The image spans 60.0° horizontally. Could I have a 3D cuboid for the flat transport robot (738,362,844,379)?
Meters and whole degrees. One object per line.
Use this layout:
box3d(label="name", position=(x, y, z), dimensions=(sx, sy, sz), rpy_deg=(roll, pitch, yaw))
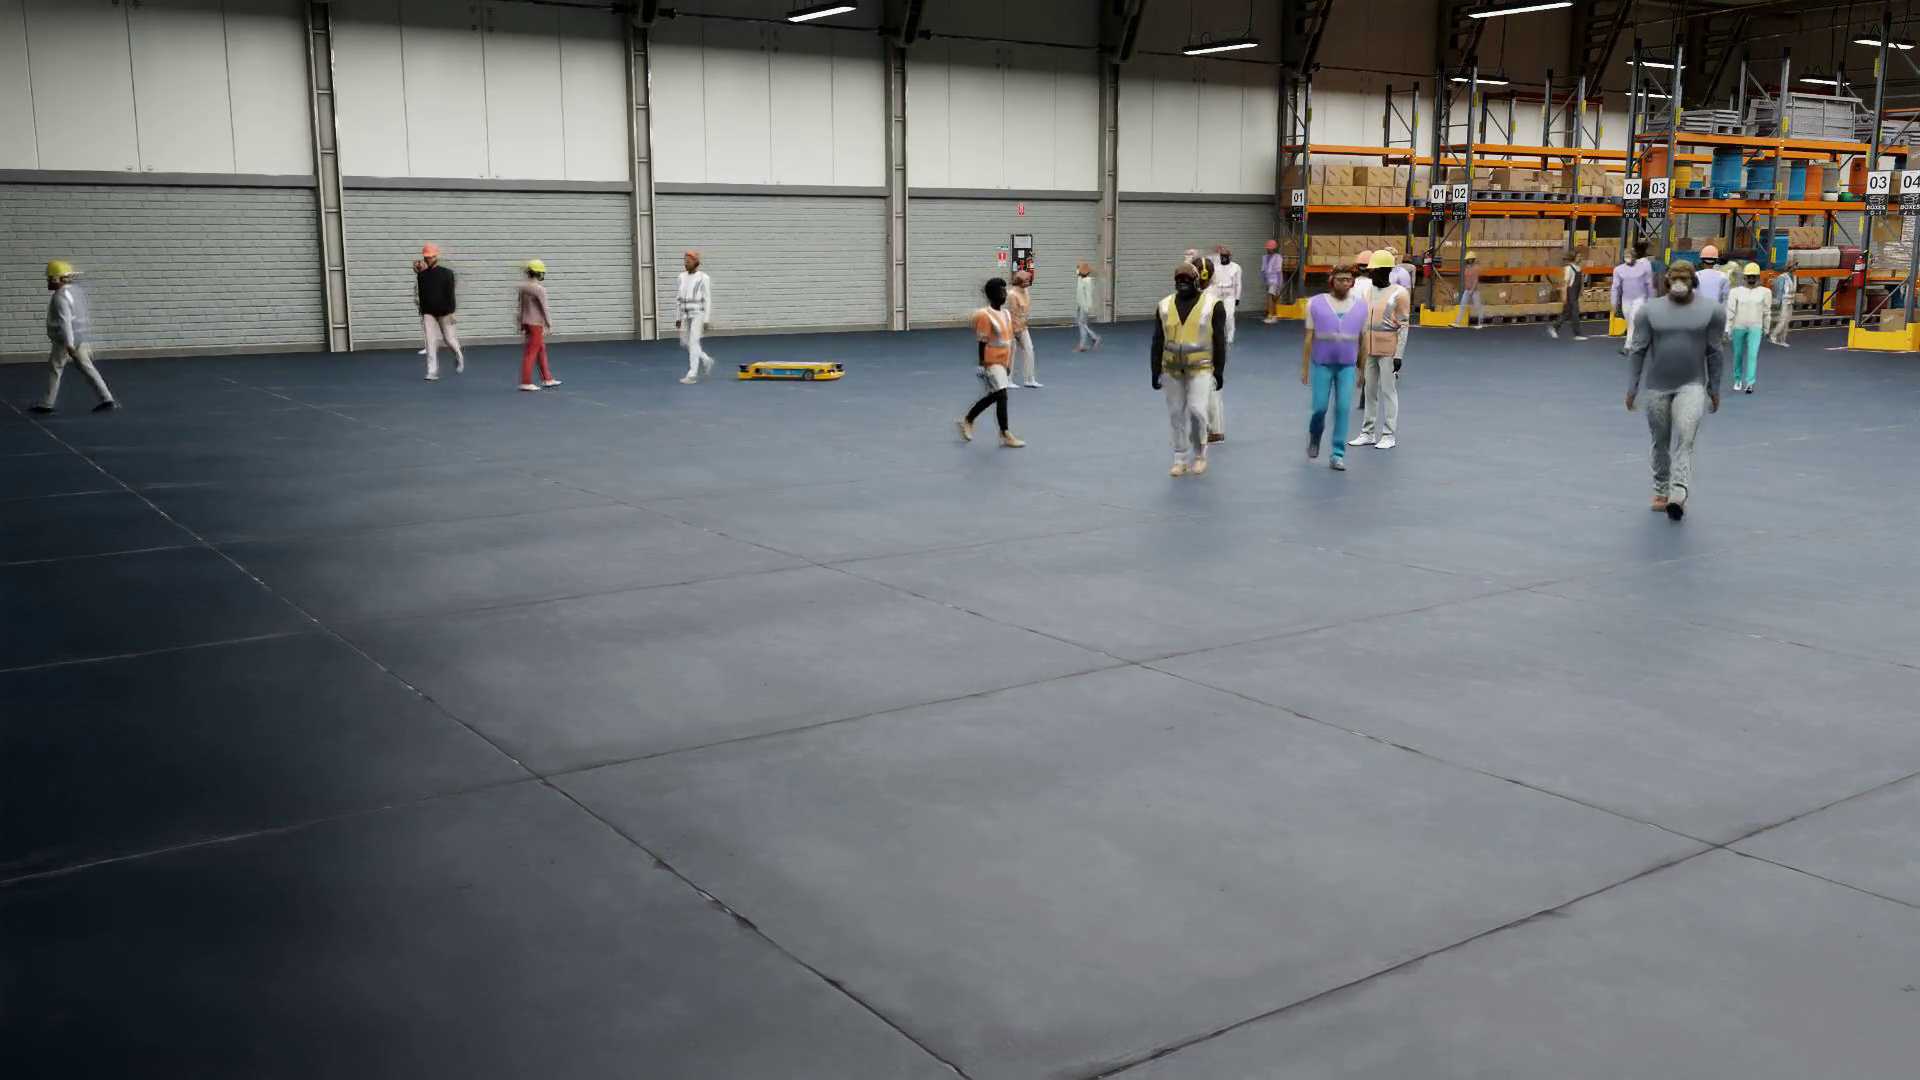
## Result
box3d(label="flat transport robot", position=(-2.444, -2.465, 24.127), dimensions=(1.431, 0.197, 0.652), rpy_deg=(1, 10, 8))

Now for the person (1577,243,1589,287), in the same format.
box3d(label="person", position=(15.952, -6.703, 42.927), dimensions=(0.355, 1.887, 0.572), rpy_deg=(-7, 12, -33))

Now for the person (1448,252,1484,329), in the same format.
box3d(label="person", position=(11.395, -5.567, 37.161), dimensions=(0.898, 1.717, 0.534), rpy_deg=(-4, 11, -22))

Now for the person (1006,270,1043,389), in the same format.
box3d(label="person", position=(0.839, -2.835, 22.461), dimensions=(0.664, 1.607, 0.541), rpy_deg=(6, 12, 31))

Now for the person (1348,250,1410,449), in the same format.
box3d(label="person", position=(4.094, -1.853, 16.228), dimensions=(0.369, 1.927, 0.588), rpy_deg=(-7, 13, -34))

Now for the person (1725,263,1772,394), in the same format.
box3d(label="person", position=(10.459, -2.817, 22.095), dimensions=(0.542, 1.718, 0.923), rpy_deg=(5, 12, 26))

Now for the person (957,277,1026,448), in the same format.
box3d(label="person", position=(0.294, -1.754, 16.405), dimensions=(0.785, 1.671, 0.536), rpy_deg=(6, 12, 29))

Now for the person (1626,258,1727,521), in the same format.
box3d(label="person", position=(5.214, -1.098, 12.186), dimensions=(0.652, 1.888, 0.999), rpy_deg=(6, 12, 29))

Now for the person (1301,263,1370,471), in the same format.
box3d(label="person", position=(3.327, -1.547, 14.807), dimensions=(0.595, 1.829, 0.549), rpy_deg=(0, 10, 1))

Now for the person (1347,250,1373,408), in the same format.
box3d(label="person", position=(4.734, -2.485, 19.772), dimensions=(0.584, 1.901, 0.779), rpy_deg=(5, 11, 24))

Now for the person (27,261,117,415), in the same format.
box3d(label="person", position=(-10.345, -2.340, 19.307), dimensions=(0.949, 1.790, 0.582), rpy_deg=(-1, 10, -7))

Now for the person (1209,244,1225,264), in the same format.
box3d(label="person", position=(6.010, -5.874, 38.419), dimensions=(0.857, 1.870, 0.646), rpy_deg=(-6, 12, -31))

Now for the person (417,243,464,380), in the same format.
box3d(label="person", position=(-7.577, -3.331, 24.228), dimensions=(0.611, 1.974, 0.849), rpy_deg=(2, 10, 9))

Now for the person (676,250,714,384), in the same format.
box3d(label="person", position=(-3.735, -3.149, 23.479), dimensions=(0.602, 1.871, 0.647), rpy_deg=(8, 13, 37))

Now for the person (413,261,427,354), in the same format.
box3d(label="person", position=(-9.470, -4.103, 29.346), dimensions=(0.315, 1.640, 0.514), rpy_deg=(-2, 11, -12))

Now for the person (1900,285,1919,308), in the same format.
box3d(label="person", position=(19.212, -4.980, 33.380), dimensions=(0.631, 1.932, 0.372), rpy_deg=(4, 11, 23))

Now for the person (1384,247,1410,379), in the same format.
box3d(label="person", position=(6.184, -3.286, 24.131), dimensions=(0.407, 1.913, 0.641), rpy_deg=(-7, 13, -36))

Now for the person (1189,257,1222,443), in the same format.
box3d(label="person", position=(2.390, -1.889, 16.627), dimensions=(0.545, 1.850, 0.578), rpy_deg=(1, 10, 5))

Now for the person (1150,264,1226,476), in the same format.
box3d(label="person", position=(1.944, -1.446, 14.272), dimensions=(0.652, 1.826, 0.445), rpy_deg=(5, 12, 27))

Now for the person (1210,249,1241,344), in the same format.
box3d(label="person", position=(5.064, -4.670, 31.975), dimensions=(0.632, 1.827, 0.470), rpy_deg=(4, 11, 22))

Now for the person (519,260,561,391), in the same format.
box3d(label="person", position=(-5.628, -2.889, 22.397), dimensions=(0.795, 1.733, 0.557), rpy_deg=(-10, 14, -42))

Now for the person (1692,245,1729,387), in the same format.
box3d(label="person", position=(10.135, -3.028, 22.640), dimensions=(0.547, 1.938, 0.379), rpy_deg=(1, 10, 7))

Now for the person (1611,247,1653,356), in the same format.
box3d(label="person", position=(11.644, -4.127, 28.871), dimensions=(0.638, 1.859, 1.026), rpy_deg=(8, 13, 38))

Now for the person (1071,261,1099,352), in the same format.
box3d(label="person", position=(2.234, -4.153, 29.658), dimensions=(0.458, 1.619, 0.520), rpy_deg=(-2, 11, -12))

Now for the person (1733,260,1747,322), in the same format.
box3d(label="person", position=(15.949, -4.920, 33.964), dimensions=(0.844, 1.592, 0.513), rpy_deg=(-4, 11, -23))

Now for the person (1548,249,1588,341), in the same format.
box3d(label="person", position=(12.190, -4.895, 33.218), dimensions=(0.806, 1.820, 0.517), rpy_deg=(9, 14, 41))

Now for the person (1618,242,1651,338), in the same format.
box3d(label="person", position=(13.638, -5.036, 33.625), dimensions=(0.627, 1.940, 0.667), rpy_deg=(-8, 13, -39))

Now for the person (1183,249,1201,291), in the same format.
box3d(label="person", position=(3.623, -3.524, 25.577), dimensions=(0.646, 1.856, 0.669), rpy_deg=(-3, 11, -15))

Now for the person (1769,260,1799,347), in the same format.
box3d(label="person", position=(15.503, -4.429, 31.175), dimensions=(0.537, 1.621, 0.363), rpy_deg=(-7, 12, -34))

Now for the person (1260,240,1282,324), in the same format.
box3d(label="person", position=(7.308, -6.062, 39.180), dimensions=(0.843, 1.982, 0.637), rpy_deg=(-6, 12, -28))

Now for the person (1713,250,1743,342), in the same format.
box3d(label="person", position=(14.976, -4.771, 32.570), dimensions=(0.510, 1.804, 0.646), rpy_deg=(-5, 12, -26))

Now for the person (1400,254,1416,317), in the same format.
box3d(label="person", position=(11.438, -6.533, 42.718), dimensions=(0.494, 1.624, 0.280), rpy_deg=(4, 11, 23))
